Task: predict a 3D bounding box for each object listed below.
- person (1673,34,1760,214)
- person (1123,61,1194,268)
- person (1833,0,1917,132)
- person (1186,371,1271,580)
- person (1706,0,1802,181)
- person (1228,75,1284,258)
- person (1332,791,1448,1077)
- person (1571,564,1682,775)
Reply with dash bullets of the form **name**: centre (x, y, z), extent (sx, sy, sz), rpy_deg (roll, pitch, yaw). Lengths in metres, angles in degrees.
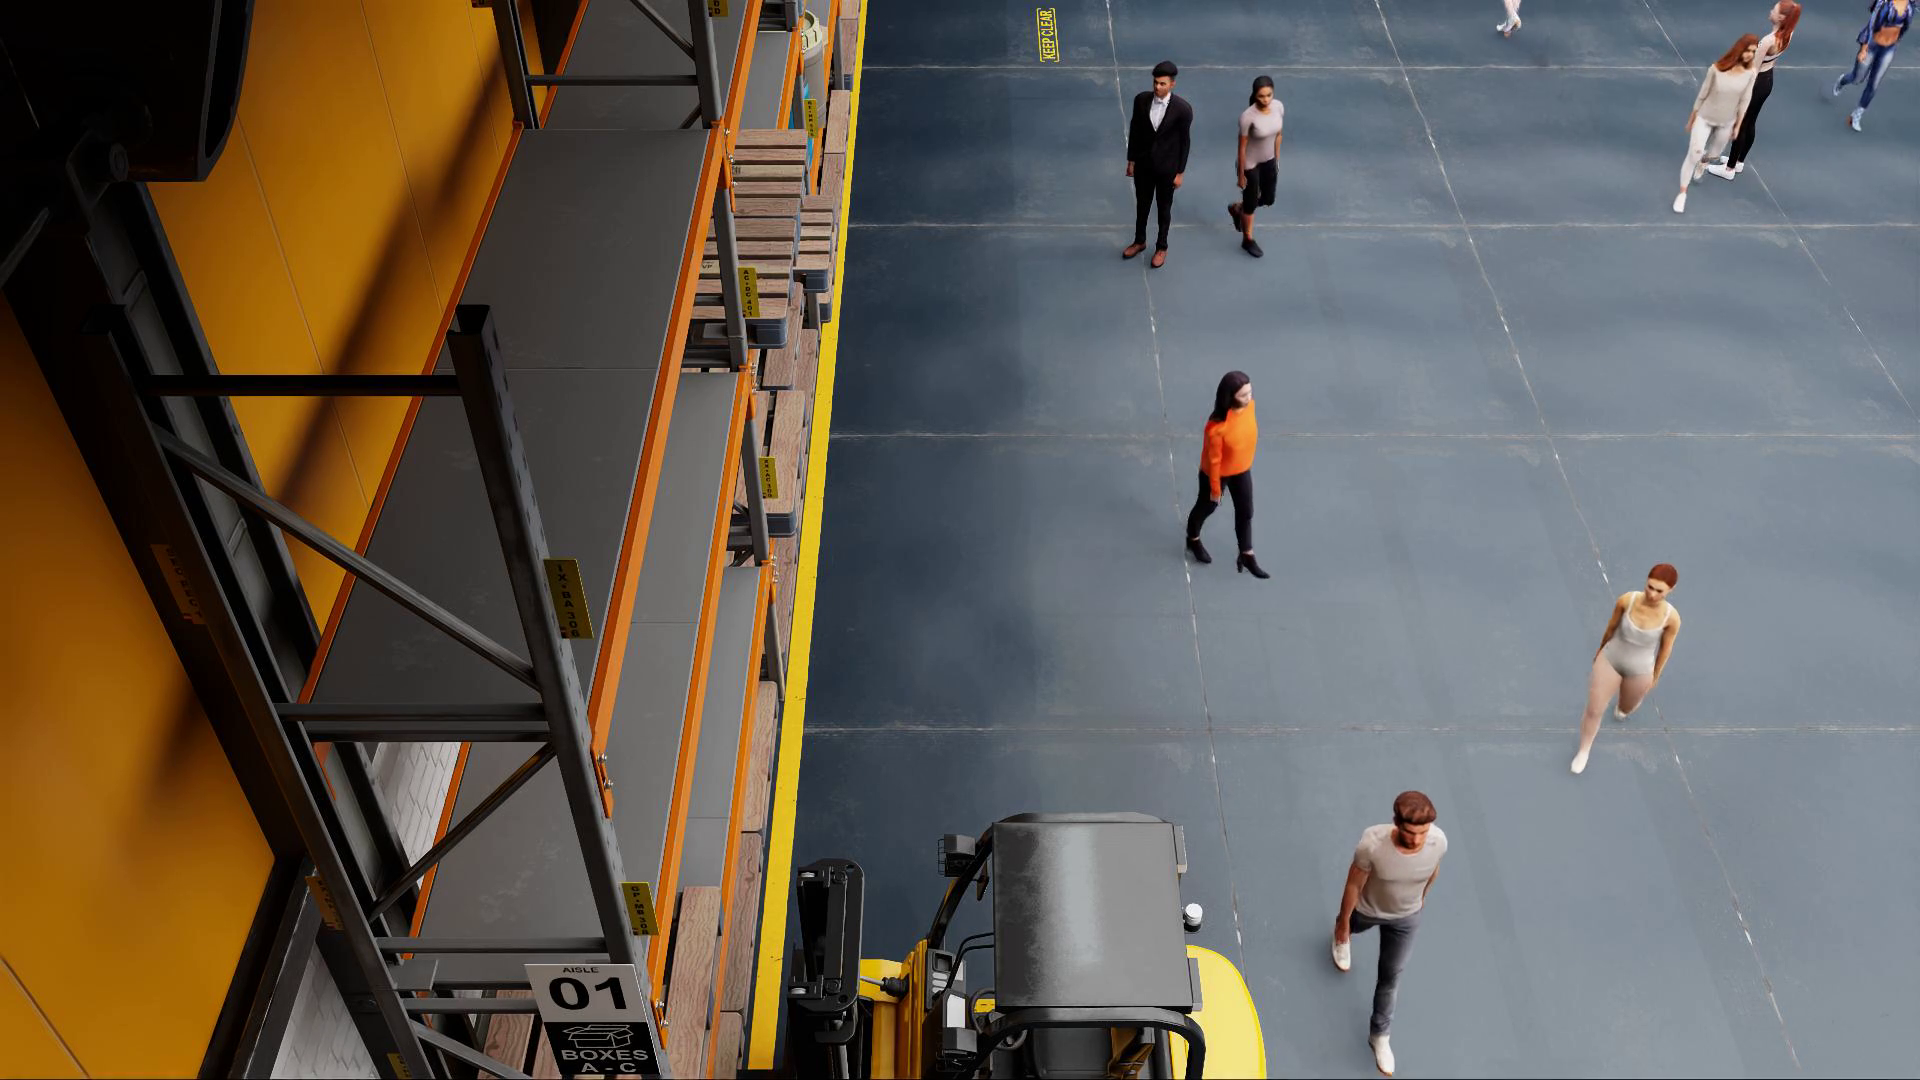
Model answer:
- **person**: centre (6.829, -3.829, 15.035), extent (0.782, 1.690, 1.030), rpy_deg (14, 45, 14)
- **person**: centre (1.701, -3.247, 14.284), extent (0.773, 1.884, 0.736), rpy_deg (20, 47, 19)
- **person**: centre (8.851, -4.785, 16.103), extent (0.601, 1.602, 0.808), rpy_deg (0, 44, 0)
- **person**: centre (1.759, -0.501, 11.516), extent (0.949, 1.726, 1.013), rpy_deg (-34, 53, -30)
- **person**: centre (7.356, -4.162, 15.349), extent (0.670, 1.740, 0.711), rpy_deg (-29, 51, -27)
- **person**: centre (2.517, -3.285, 14.438), extent (0.836, 1.727, 0.916), rpy_deg (-24, 49, -23)
- **person**: centre (2.251, 1.882, 8.928), extent (0.671, 1.845, 1.189), rpy_deg (0, 44, 0)
- **person**: centre (4.153, 0.734, 10.295), extent (0.863, 1.623, 1.014), rpy_deg (25, 49, 24)
